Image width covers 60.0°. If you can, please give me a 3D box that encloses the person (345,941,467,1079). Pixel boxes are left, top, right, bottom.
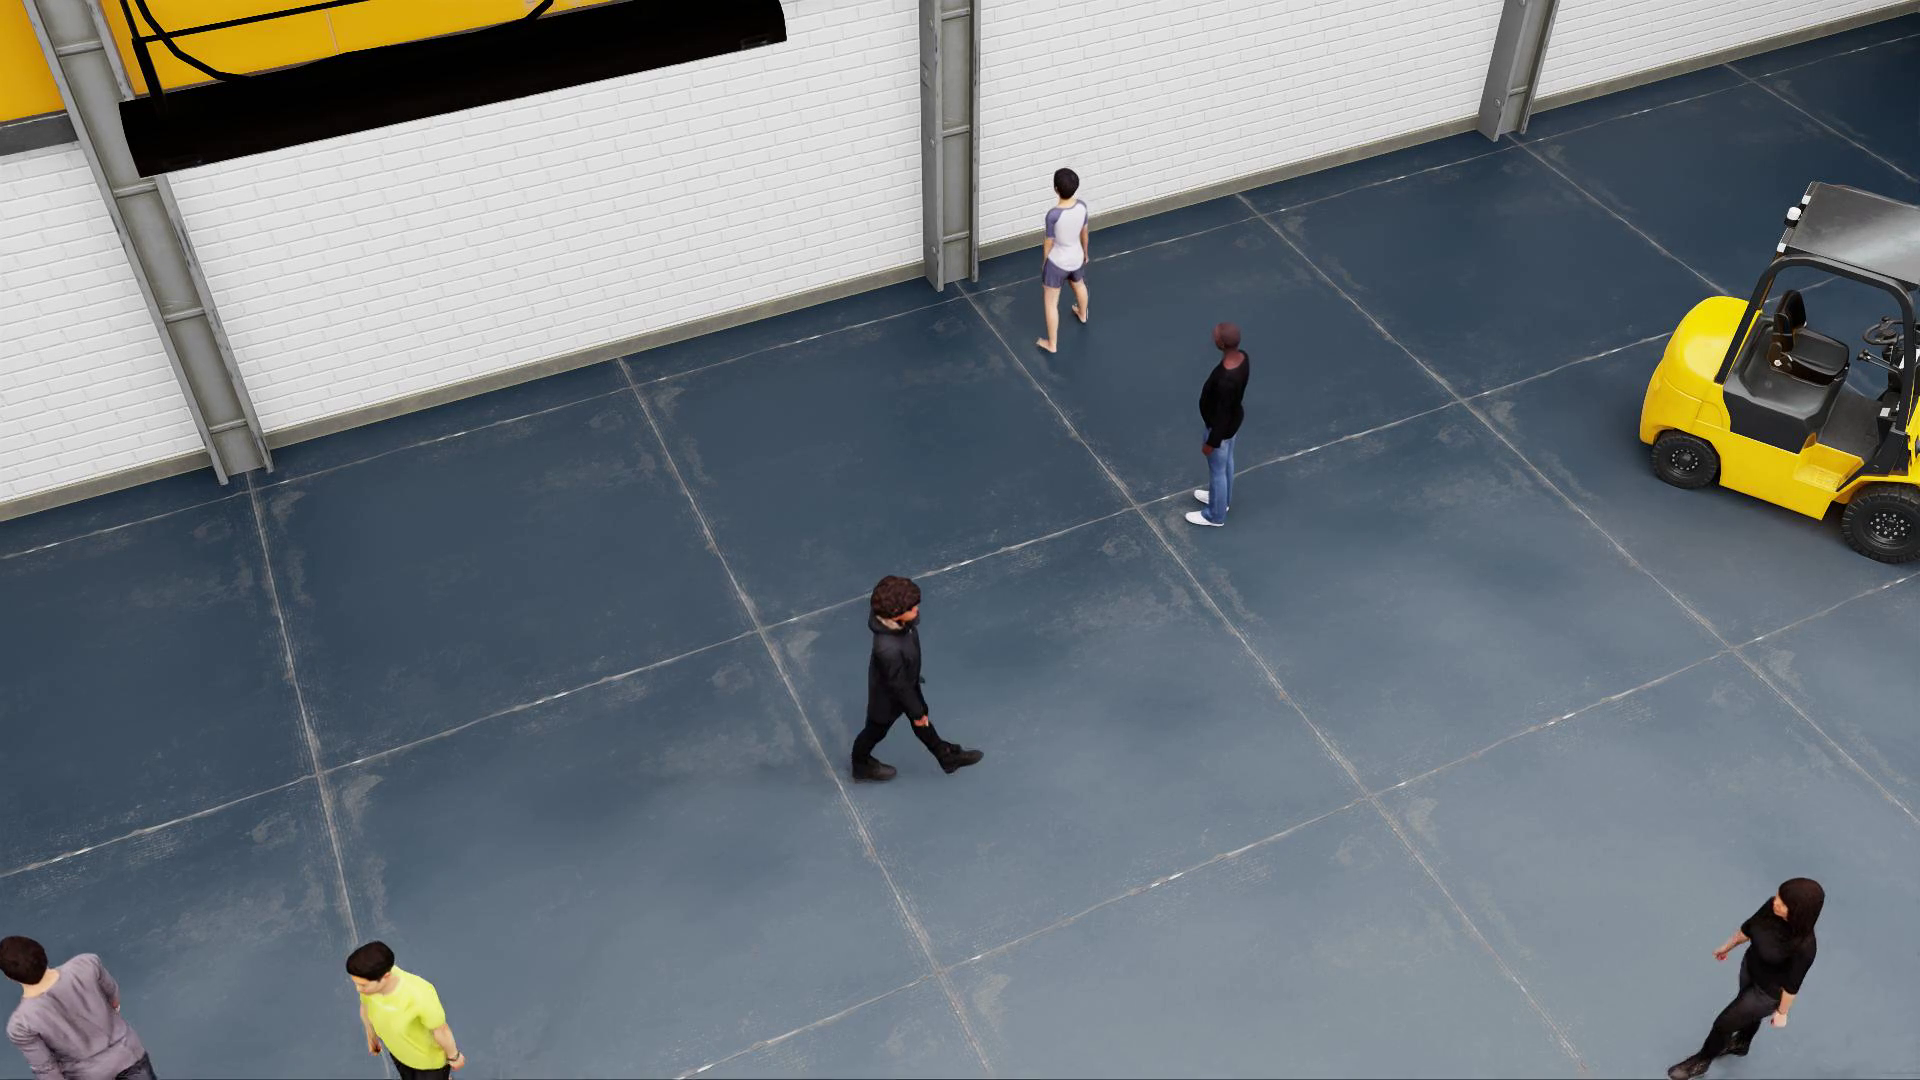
[{"bbox_3d":[-2.698,2.475,8.402,0.774,1.693,0.819,20,47,19],"label":"person"}]

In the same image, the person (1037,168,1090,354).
[{"bbox_3d":[0.873,-2.306,13.533,0.656,1.539,0.877,-27,50,-26],"label":"person"}]

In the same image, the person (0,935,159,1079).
[{"bbox_3d":[-4.188,2.597,8.199,1.102,1.797,1.218,26,49,25],"label":"person"}]

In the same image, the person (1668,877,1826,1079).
[{"bbox_3d":[4.260,2.283,8.656,0.845,1.621,0.759,-2,44,-3],"label":"person"}]

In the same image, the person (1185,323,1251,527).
[{"bbox_3d":[1.879,-0.821,11.823,0.739,1.746,0.669,17,46,17],"label":"person"}]

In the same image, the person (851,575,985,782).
[{"bbox_3d":[-0.489,0.896,10.033,1.165,1.730,0.971,3,44,3],"label":"person"}]
